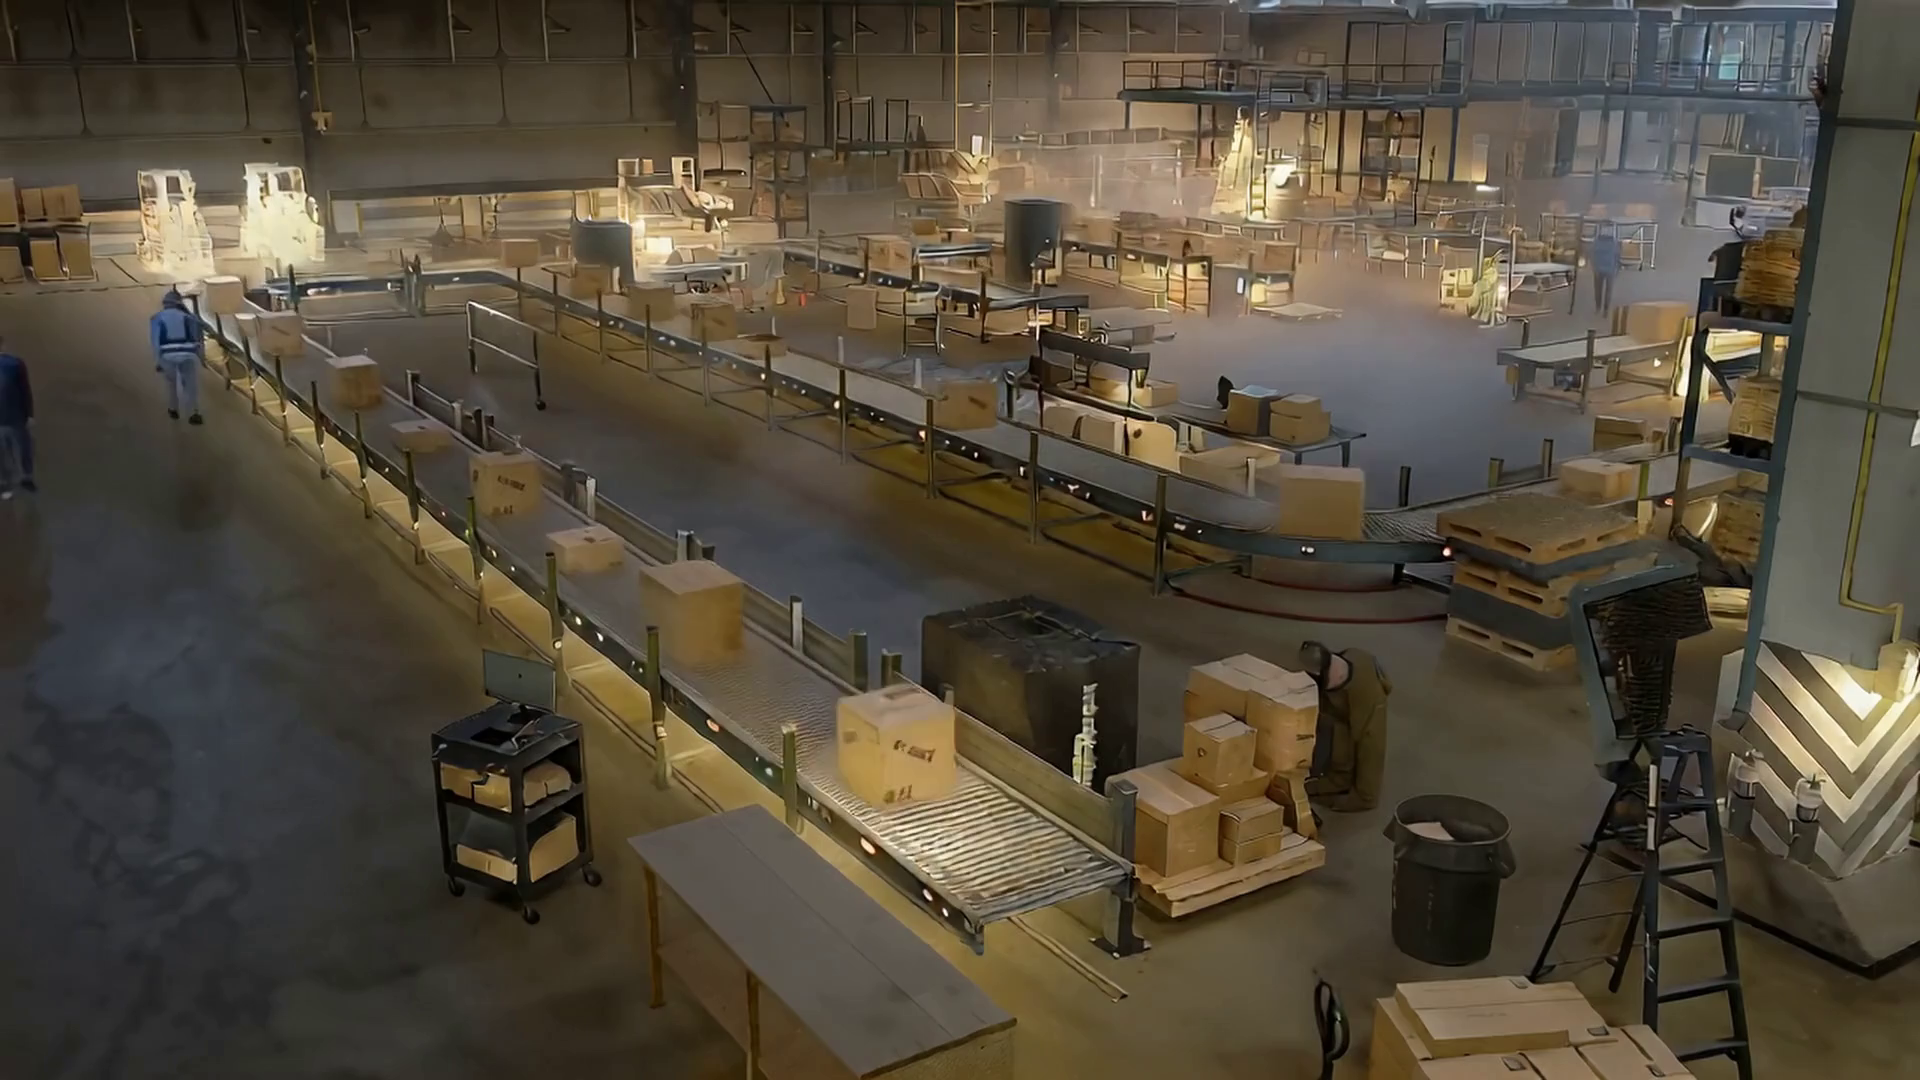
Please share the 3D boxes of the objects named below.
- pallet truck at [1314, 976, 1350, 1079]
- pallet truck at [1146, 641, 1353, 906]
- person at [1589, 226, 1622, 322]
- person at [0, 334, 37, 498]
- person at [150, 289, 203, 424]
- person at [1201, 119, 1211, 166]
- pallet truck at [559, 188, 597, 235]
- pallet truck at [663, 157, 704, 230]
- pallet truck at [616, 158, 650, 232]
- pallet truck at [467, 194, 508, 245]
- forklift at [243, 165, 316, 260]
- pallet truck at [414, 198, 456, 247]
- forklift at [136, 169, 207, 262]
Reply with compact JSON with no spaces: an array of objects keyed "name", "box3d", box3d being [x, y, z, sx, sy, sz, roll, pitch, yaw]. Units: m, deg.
[{"name":"pallet truck","box3d":[2.299,2.390,7.086,1.601,1.201,0.680,-2,17,-7]},{"name":"pallet truck","box3d":[1.664,1.407,10.232,1.630,1.274,0.653,-10,20,-31]},{"name":"person","box3d":[11.884,-4.936,30.625,0.554,1.719,0.878,6,18,20]},{"name":"person","box3d":[-10.760,-1.440,18.706,0.665,1.883,0.675,-7,18,-21]},{"name":"person","box3d":[-10.483,-2.452,22.264,0.631,1.776,0.954,-11,20,-34]},{"name":"person","box3d":[9.998,-16.243,67.965,0.573,1.883,0.354,-11,20,-33]},{"name":"pallet truck","box3d":[-10.010,-8.652,43.699,0.653,1.274,1.630,-10,20,-31]},{"name":"pallet truck","box3d":[-7.586,-9.308,44.692,0.823,1.965,1.885,-11,20,-33]},{"name":"pallet truck","box3d":[-8.918,-9.176,44.255,0.823,1.965,1.885,-9,19,-27]},{"name":"pallet truck","box3d":[-11.983,-8.177,42.137,0.704,1.261,1.522,-11,20,-33]},{"name":"forklift","box3d":[-15.898,-7.669,38.708,1.157,1.987,2.680,-11,20,-33]},{"name":"pallet truck","box3d":[-13.250,-8.060,41.856,0.680,1.201,1.601,-10,20,-31]},{"name":"forklift","box3d":[-17.842,-7.318,37.559,1.157,1.987,2.680,-10,20,-31]}]
